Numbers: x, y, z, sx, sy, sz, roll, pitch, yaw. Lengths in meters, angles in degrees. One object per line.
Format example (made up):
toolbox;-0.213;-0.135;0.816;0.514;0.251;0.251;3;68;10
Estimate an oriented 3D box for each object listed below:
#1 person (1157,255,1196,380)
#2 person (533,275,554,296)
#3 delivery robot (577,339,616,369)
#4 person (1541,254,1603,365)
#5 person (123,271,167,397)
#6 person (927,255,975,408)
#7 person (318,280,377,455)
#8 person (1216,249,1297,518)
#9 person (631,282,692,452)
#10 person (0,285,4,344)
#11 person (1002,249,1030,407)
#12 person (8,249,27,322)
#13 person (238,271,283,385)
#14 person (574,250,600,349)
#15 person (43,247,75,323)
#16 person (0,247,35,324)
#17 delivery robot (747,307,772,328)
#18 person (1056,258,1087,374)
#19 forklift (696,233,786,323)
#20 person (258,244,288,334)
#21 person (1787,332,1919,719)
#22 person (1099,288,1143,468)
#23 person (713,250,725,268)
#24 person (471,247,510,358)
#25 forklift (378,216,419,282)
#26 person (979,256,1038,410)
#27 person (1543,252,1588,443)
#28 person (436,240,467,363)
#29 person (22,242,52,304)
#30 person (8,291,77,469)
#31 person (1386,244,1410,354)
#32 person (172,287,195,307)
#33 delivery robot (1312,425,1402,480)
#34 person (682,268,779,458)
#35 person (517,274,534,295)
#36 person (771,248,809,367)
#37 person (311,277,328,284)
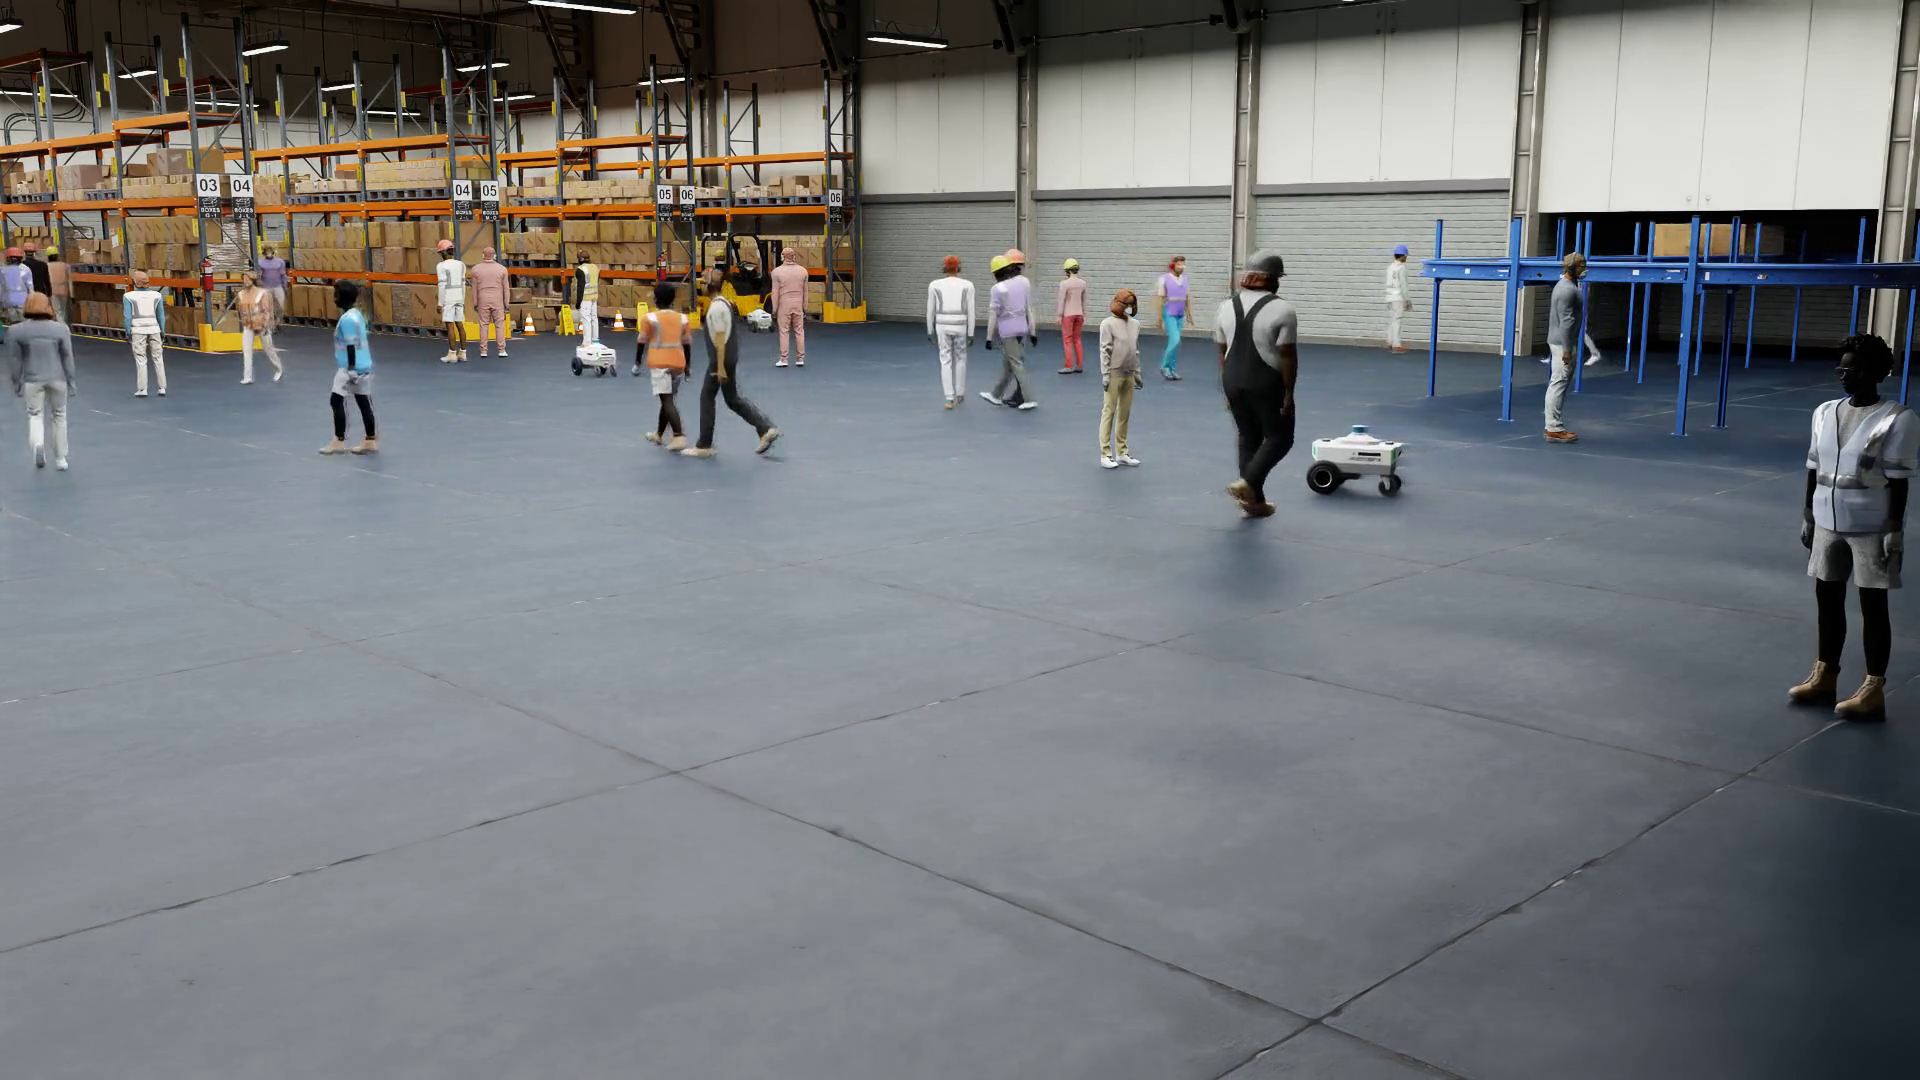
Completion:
person;3.149;-3.261;24.401;0.560;1.821;0.471;-10;14;-44
person;-10.988;-6.836;43.878;0.641;1.829;0.607;-10;14;-43
delivery robot;-5.527;-2.808;25.257;0.477;0.478;0.707;-9;13;-39
person;10.075;-3.770;27.236;0.971;1.814;0.581;-1;10;-7
person;-10.733;-2.712;21.910;0.307;1.639;0.525;10;14;42
person;-0.113;-2.589;20.628;0.592;1.858;0.847;0;10;-1
person;-5.968;-1.654;16.042;0.614;1.680;0.543;-1;10;-6
person;2.220;-1.144;12.381;0.659;2.000;0.684;-9;14;-42
person;-2.909;-1.707;16.409;0.547;1.649;0.896;-9;14;-42
person;-18.932;-4.689;32.371;0.325;1.760;0.523;10;14;42
person;0.733;-2.638;20.720;0.544;1.942;0.586;4;11;21
person;-17.072;-4.362;30.248;0.360;1.881;0.575;-3;11;-16
person;-10.098;-3.072;23.944;0.512;1.611;0.783;2;11;10
person;-6.932;-4.445;30.829;0.429;1.838;0.622;4;11;19
person;-18.259;-4.966;33.589;1.007;1.872;0.609;8;13;39
person;-16.439;-4.148;28.993;0.566;1.913;0.642;-1;10;-6
delivery robot;-4.424;-4.899;36.657;0.477;0.478;0.707;-6;12;-28
person;1.709;-3.439;25.562;0.531;1.753;0.352;-8;13;-36
forklift;-5.496;-6.489;41.108;2.313;2.155;1.214;-10;14;-44
person;-14.792;-5.395;35.782;0.652;1.913;0.564;-6;12;-32
person;3.961;-0.070;7.370;0.321;1.689;0.530;-5;11;-24
person;1.481;-1.491;15.270;0.498;1.633;0.279;-9;14;-41
person;-6.058;-6.470;42.117;0.290;1.746;0.487;-10;14;-43
person;-8.170;-4.139;28.990;0.641;1.900;0.404;-2;11;-13
forklift;-17.868;-9.201;54.028;1.873;2.768;1.129;-10;14;-44
person;0.591;-2.529;20.322;0.988;1.853;0.651;9;14;41
person;6.244;-1.990;17.163;0.352;1.936;0.635;3;11;16
person;-8.523;-3.992;27.813;0.383;2.036;0.605;5;12;26
person;-17.666;-4.662;31.650;0.445;1.972;0.627;8;13;38
person;-8.218;-1.415;14.921;0.505;1.619;0.565;-5;12;-26
person;7.856;-4.326;29.874;0.390;1.948;0.612;-1;10;-4
person;-18.828;-6.226;40.316;0.391;1.919;0.593;7;12;32
delivery robot;3.299;-0.709;13.808;0.707;0.478;0.477;4;11;22
person;-2.200;-1.693;15.909;0.877;1.818;0.517;1;10;4
person;-12.533;-7.640;47.970;0.551;1.934;0.372;-8;13;-37
person;-2.764;-3.759;26.894;0.643;1.909;0.410;-6;12;-29
person;-18.318;-7.586;47.771;0.611;1.911;0.820;-7;13;-34
